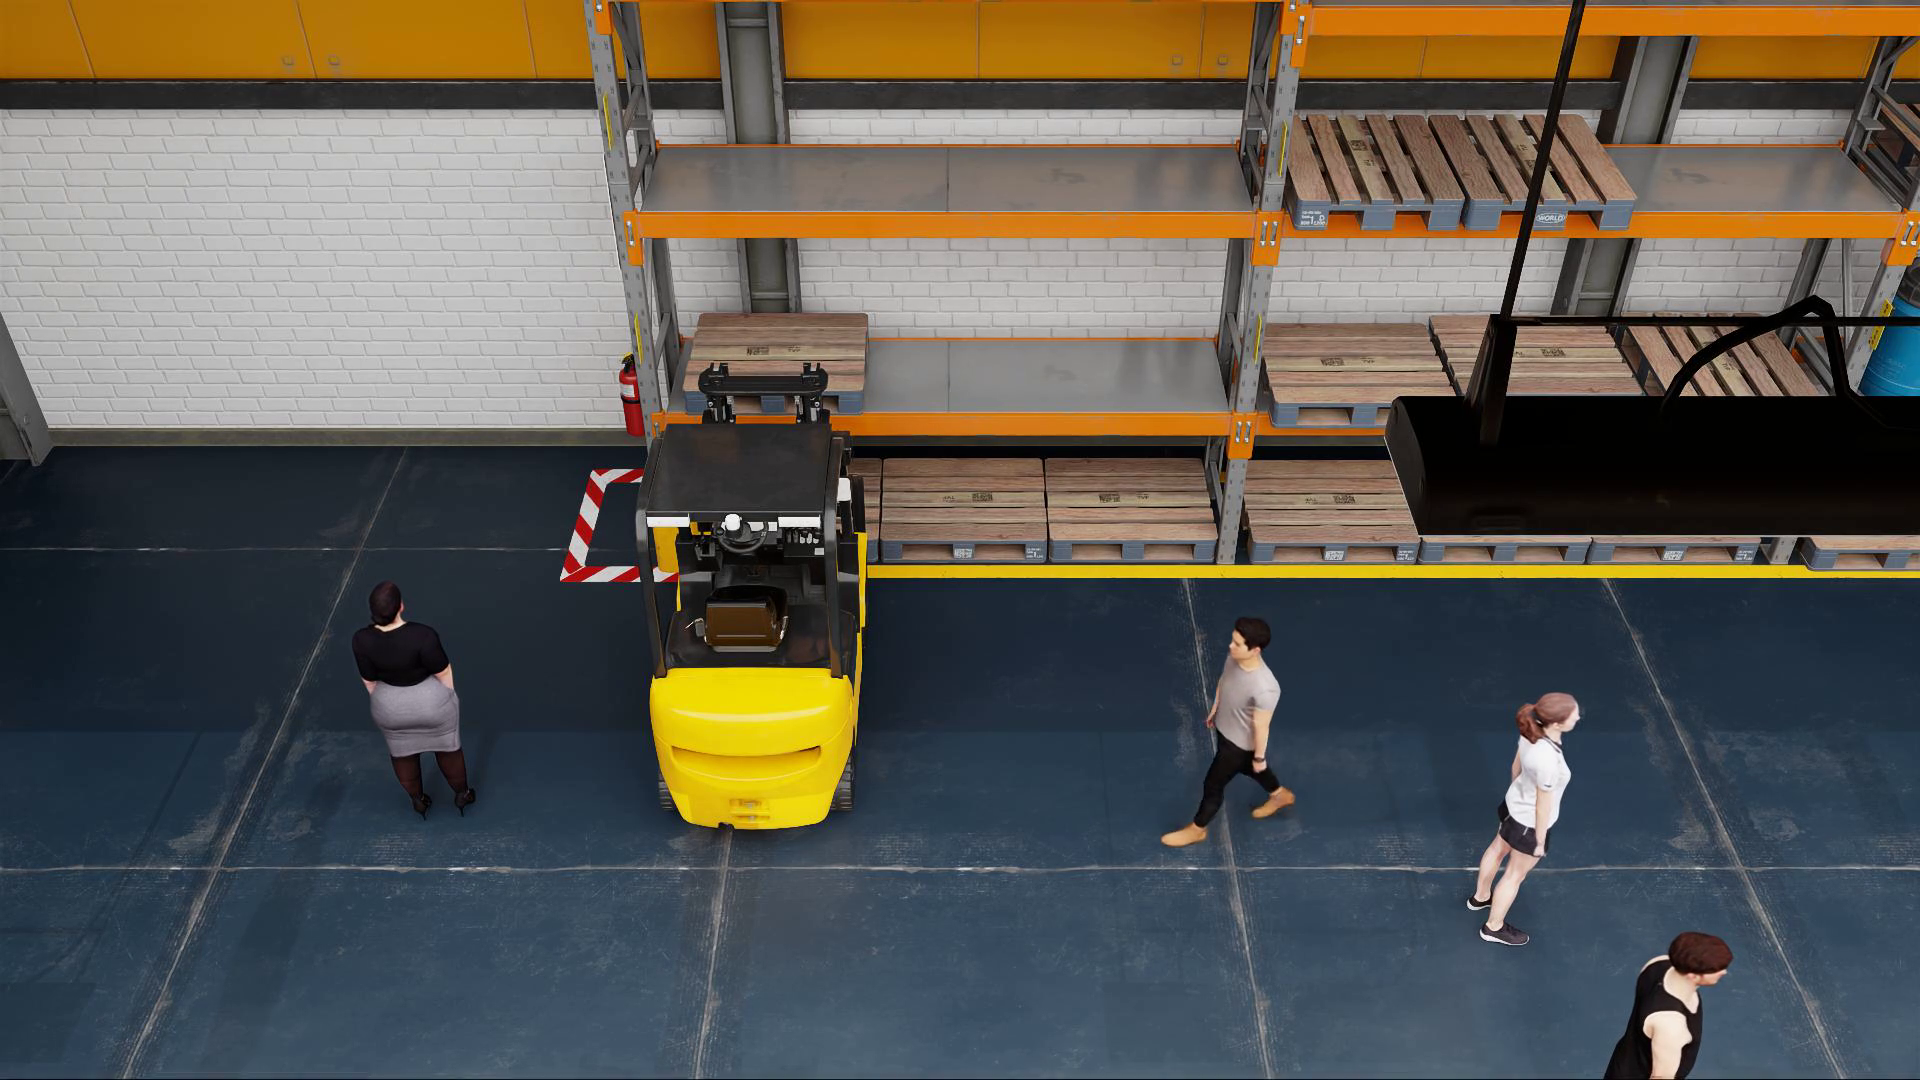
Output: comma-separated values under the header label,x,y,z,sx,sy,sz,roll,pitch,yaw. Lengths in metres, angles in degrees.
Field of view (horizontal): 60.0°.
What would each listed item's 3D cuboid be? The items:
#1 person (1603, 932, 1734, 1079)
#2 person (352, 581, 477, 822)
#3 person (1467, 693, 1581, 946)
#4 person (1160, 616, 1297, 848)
label,x,y,z,sx,sy,sz,roll,pitch,yaw
person,3.154,2.445,7.660,0.664,1.892,0.736,9,39,11
person,-3.160,0.952,9.634,0.576,1.760,0.743,-4,39,-5
person,3.048,1.485,8.973,0.555,1.752,0.564,-1,39,-2
person,1.676,1.088,9.520,1.149,1.691,0.779,-7,39,-9
